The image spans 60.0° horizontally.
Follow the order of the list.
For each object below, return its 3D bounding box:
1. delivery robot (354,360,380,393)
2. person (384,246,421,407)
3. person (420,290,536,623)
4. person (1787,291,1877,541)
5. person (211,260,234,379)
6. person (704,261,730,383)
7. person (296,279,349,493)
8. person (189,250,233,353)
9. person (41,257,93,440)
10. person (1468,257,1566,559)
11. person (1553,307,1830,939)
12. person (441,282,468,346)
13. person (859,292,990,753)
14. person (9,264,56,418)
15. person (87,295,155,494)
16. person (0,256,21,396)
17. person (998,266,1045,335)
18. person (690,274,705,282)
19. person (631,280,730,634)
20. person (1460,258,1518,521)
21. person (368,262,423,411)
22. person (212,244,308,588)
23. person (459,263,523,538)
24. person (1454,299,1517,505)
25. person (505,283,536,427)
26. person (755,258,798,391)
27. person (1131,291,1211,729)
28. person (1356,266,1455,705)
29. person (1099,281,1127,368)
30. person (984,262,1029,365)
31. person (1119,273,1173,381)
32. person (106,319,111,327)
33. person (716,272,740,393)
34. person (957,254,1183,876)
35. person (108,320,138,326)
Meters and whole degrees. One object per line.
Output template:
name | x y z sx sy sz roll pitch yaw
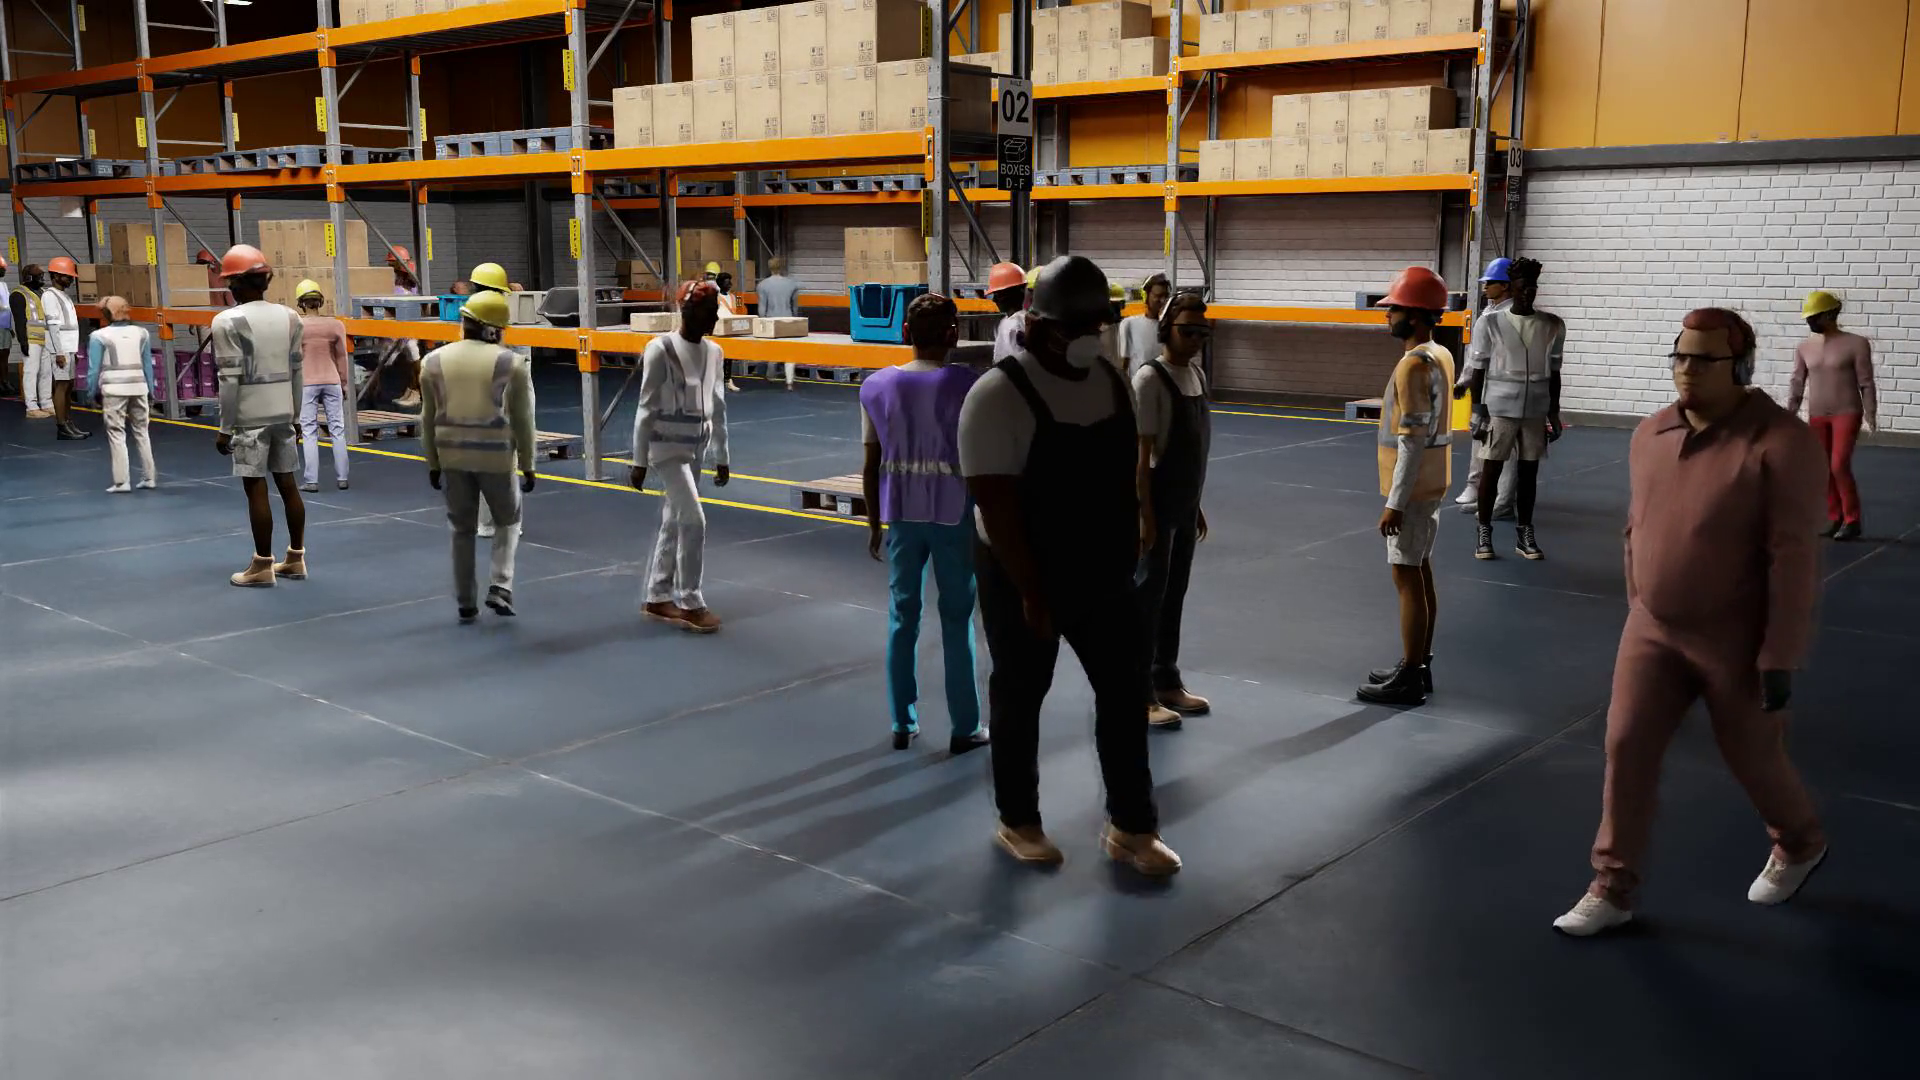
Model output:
delivery robot | -7.973 -2.129 21.863 0.707 0.478 0.477 6 12 32
person | -7.132 -2.727 21.300 0.376 2.045 0.605 -5 11 -27
person | -2.579 -0.434 8.949 0.603 1.801 0.409 0 10 -2
person | 6.069 -0.865 11.590 0.515 1.717 0.556 -6 12 -32
person | -11.425 -3.415 25.658 0.660 1.886 0.545 -4 11 -20
person | -3.695 -3.276 25.058 0.594 1.834 0.403 4 11 20
person | -5.348 -1.275 13.834 0.523 1.765 0.316 -8 12 -37
person | -10.604 -3.094 23.538 0.613 1.991 0.391 -5 11 -27
person | -9.463 -2.021 17.602 0.365 1.932 0.543 -3 10 -15
person | 3.621 -0.850 10.829 0.613 1.965 0.361 0 10 0
person | 2.264 0.245 4.917 0.941 1.868 0.646 -6 12 -30
person | -6.443 -2.540 21.530 0.529 1.587 0.856 -2 10 -13
person | -0.124 -0.058 6.660 0.563 1.848 0.390 3 10 17
person | -11.048 -2.380 19.937 0.430 1.836 0.619 2 10 10
person | -6.917 -1.199 13.762 0.339 1.634 0.536 7 12 33
person | -13.220 -2.961 22.925 0.349 1.942 0.545 -1 10 -6
person | 0.466 -0.911 11.365 0.602 1.906 0.650 9 13 40
person | -4.094 -3.320 25.866 0.277 1.629 0.496 7 12 34
person | -1.425 -0.439 8.820 0.744 1.847 0.596 5 11 27
person | 4.022 -1.119 12.412 0.389 1.949 0.603 0 10 1
person | -6.921 -2.484 20.491 0.890 1.865 0.601 3 10 17
person | -4.198 -0.734 9.956 0.372 2.044 0.608 5 11 25
person | -3.303 -0.973 11.670 0.381 1.918 0.585 -4 11 -22
person | 4.224 -1.218 13.160 0.609 1.874 0.719 -1 10 -4
person | -4.968 -2.062 18.686 0.273 1.635 0.506 3 10 16
person | -2.609 -3.068 23.729 0.650 1.867 1.078 -4 11 -20
person | 0.901 -0.132 7.100 0.344 1.842 0.506 7 12 36
person | 1.996 -0.235 7.401 0.347 1.943 0.545 5 11 26
person | 1.297 -1.293 13.981 0.526 1.750 0.580 1 10 8
person | 0.342 -0.864 11.023 0.371 1.928 0.543 2 10 12
person | 1.336 -0.966 11.816 0.537 1.853 0.505 -3 10 -15
person | -13.857 -3.577 27.305 0.497 1.633 0.283 -9 13 -42
person | -3.313 -2.904 23.335 0.320 1.687 0.533 6 12 31
person | 0.349 0.092 5.259 0.702 2.000 0.795 -6 11 -29
person | -12.128 -3.112 23.942 0.920 1.903 0.670 -3 10 -16
